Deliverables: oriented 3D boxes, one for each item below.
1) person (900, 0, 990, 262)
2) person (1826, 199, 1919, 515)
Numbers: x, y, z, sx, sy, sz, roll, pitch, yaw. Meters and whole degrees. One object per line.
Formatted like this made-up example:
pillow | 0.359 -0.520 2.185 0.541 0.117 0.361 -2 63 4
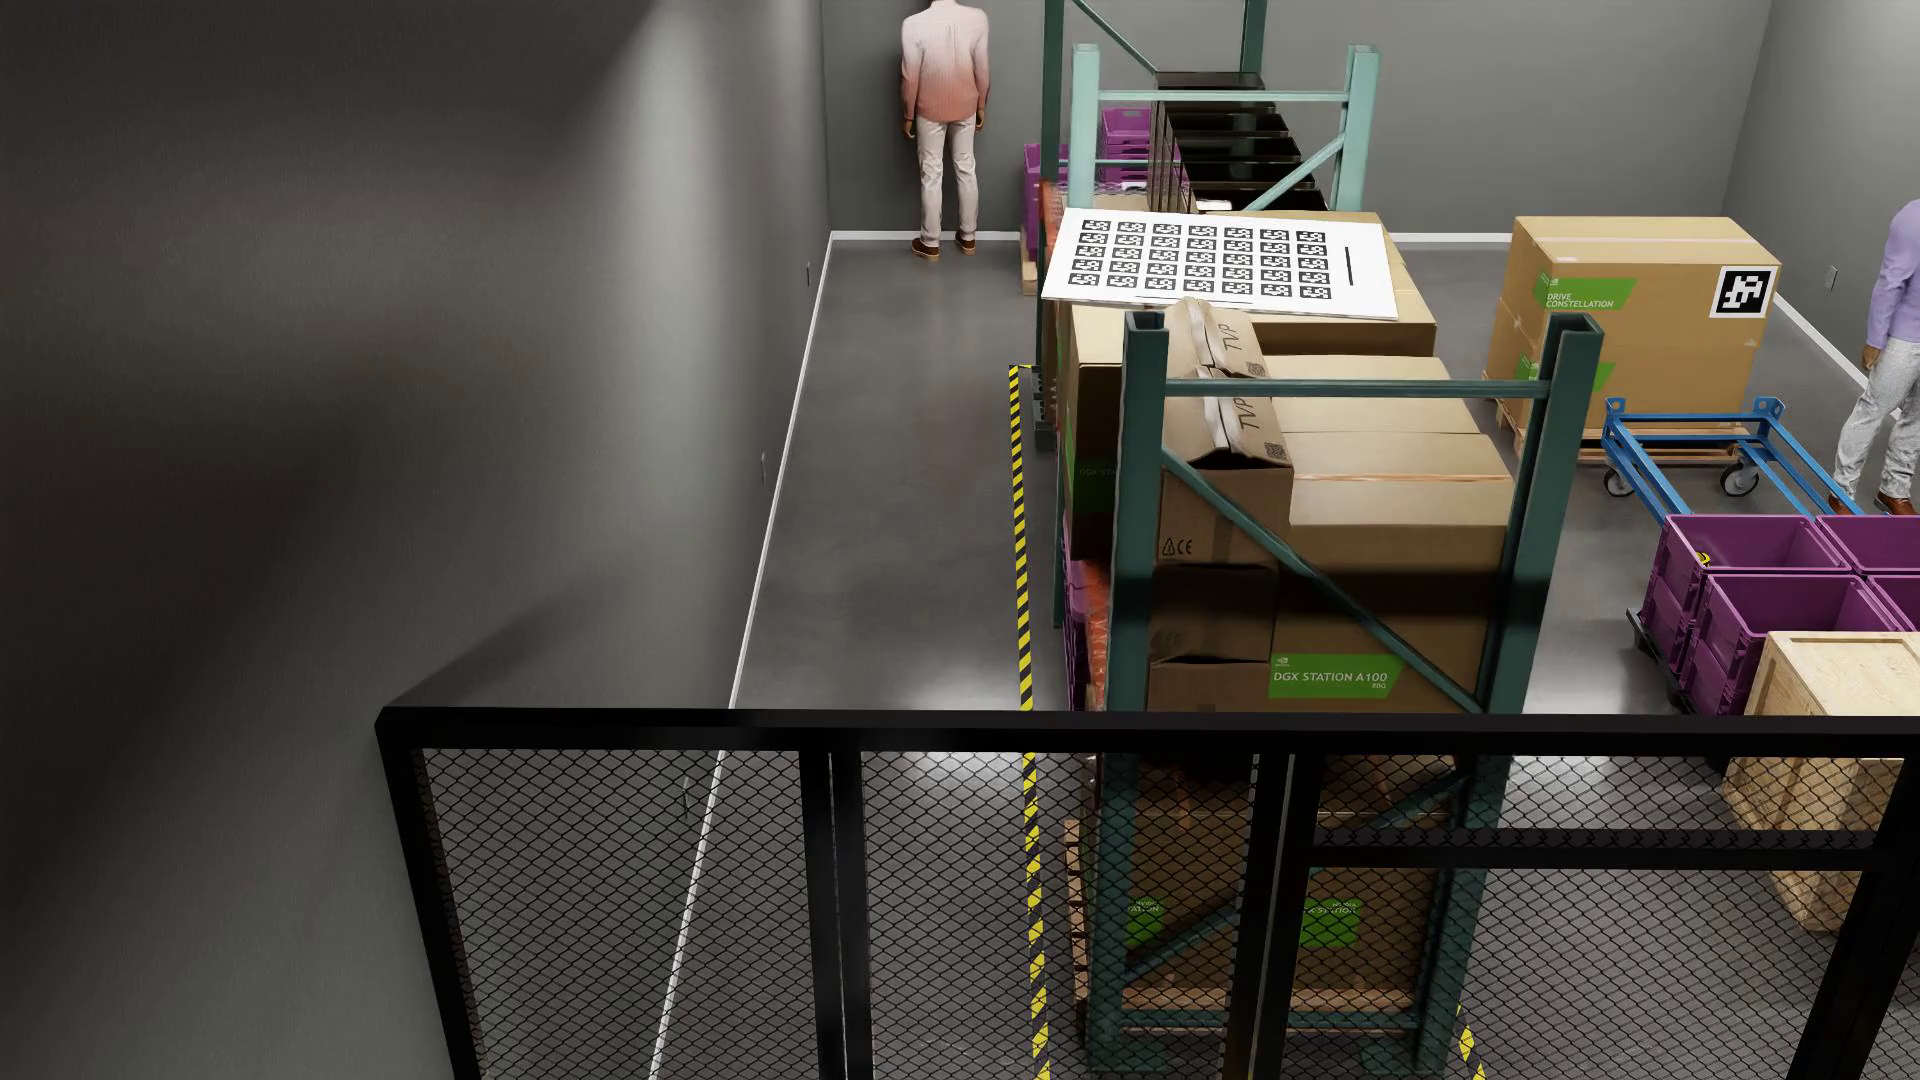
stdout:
person | -0.102 -2.810 10.830 0.612 1.995 0.377 -13 33 -20
person | 4.537 -0.944 7.782 0.627 1.941 0.370 -1 31 -1
